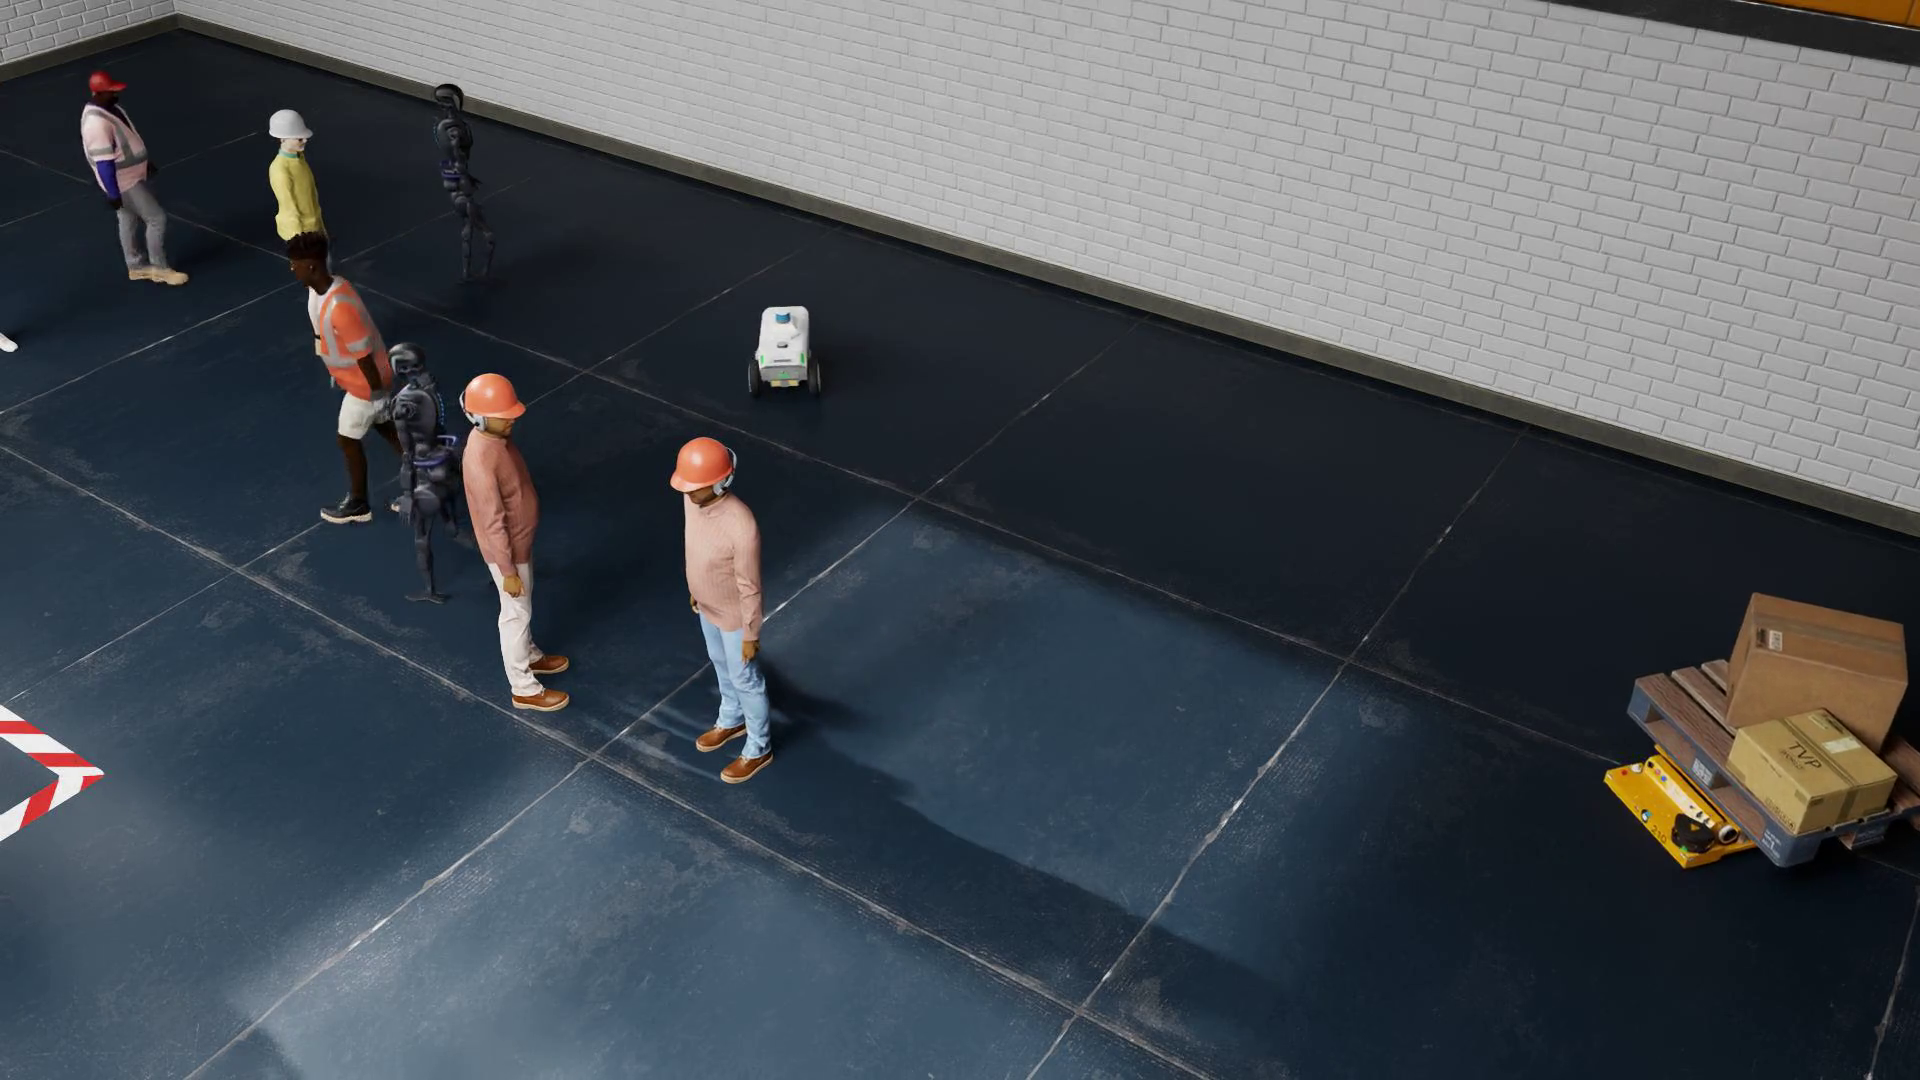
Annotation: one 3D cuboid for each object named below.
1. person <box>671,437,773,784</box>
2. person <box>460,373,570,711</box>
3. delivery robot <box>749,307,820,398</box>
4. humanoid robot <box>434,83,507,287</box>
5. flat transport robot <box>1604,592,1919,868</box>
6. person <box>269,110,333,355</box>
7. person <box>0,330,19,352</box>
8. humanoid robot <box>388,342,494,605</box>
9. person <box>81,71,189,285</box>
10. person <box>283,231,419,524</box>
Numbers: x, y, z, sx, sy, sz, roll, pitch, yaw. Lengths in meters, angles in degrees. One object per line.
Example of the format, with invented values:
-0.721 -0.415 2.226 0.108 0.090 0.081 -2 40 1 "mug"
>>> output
-1.182 0.337 8.289 0.403 1.986 0.610 -23 41 -29 "person"
-2.353 0.008 8.750 0.381 1.990 0.623 -5 35 -8 "person"
-1.262 -1.362 11.970 0.502 0.605 0.776 -1 35 -2 "delivery robot"
-3.876 -2.764 12.987 0.387 1.651 0.606 -11 36 -15 "humanoid robot"
4.108 1.239 8.493 1.431 0.231 0.659 -10 36 -14 "flat transport robot"
-4.709 -2.200 12.010 0.412 1.879 0.489 -2 35 -3 "person"
-7.300 -2.167 11.964 0.329 1.872 0.509 27 43 33 "person"
-3.010 -0.378 9.602 0.592 1.631 0.594 3 35 5 "humanoid robot"
-6.463 -2.830 13.035 0.617 1.730 0.607 -10 36 -14 "person"
-3.767 -0.978 10.227 0.828 1.912 0.641 -11 36 -15 "person"
